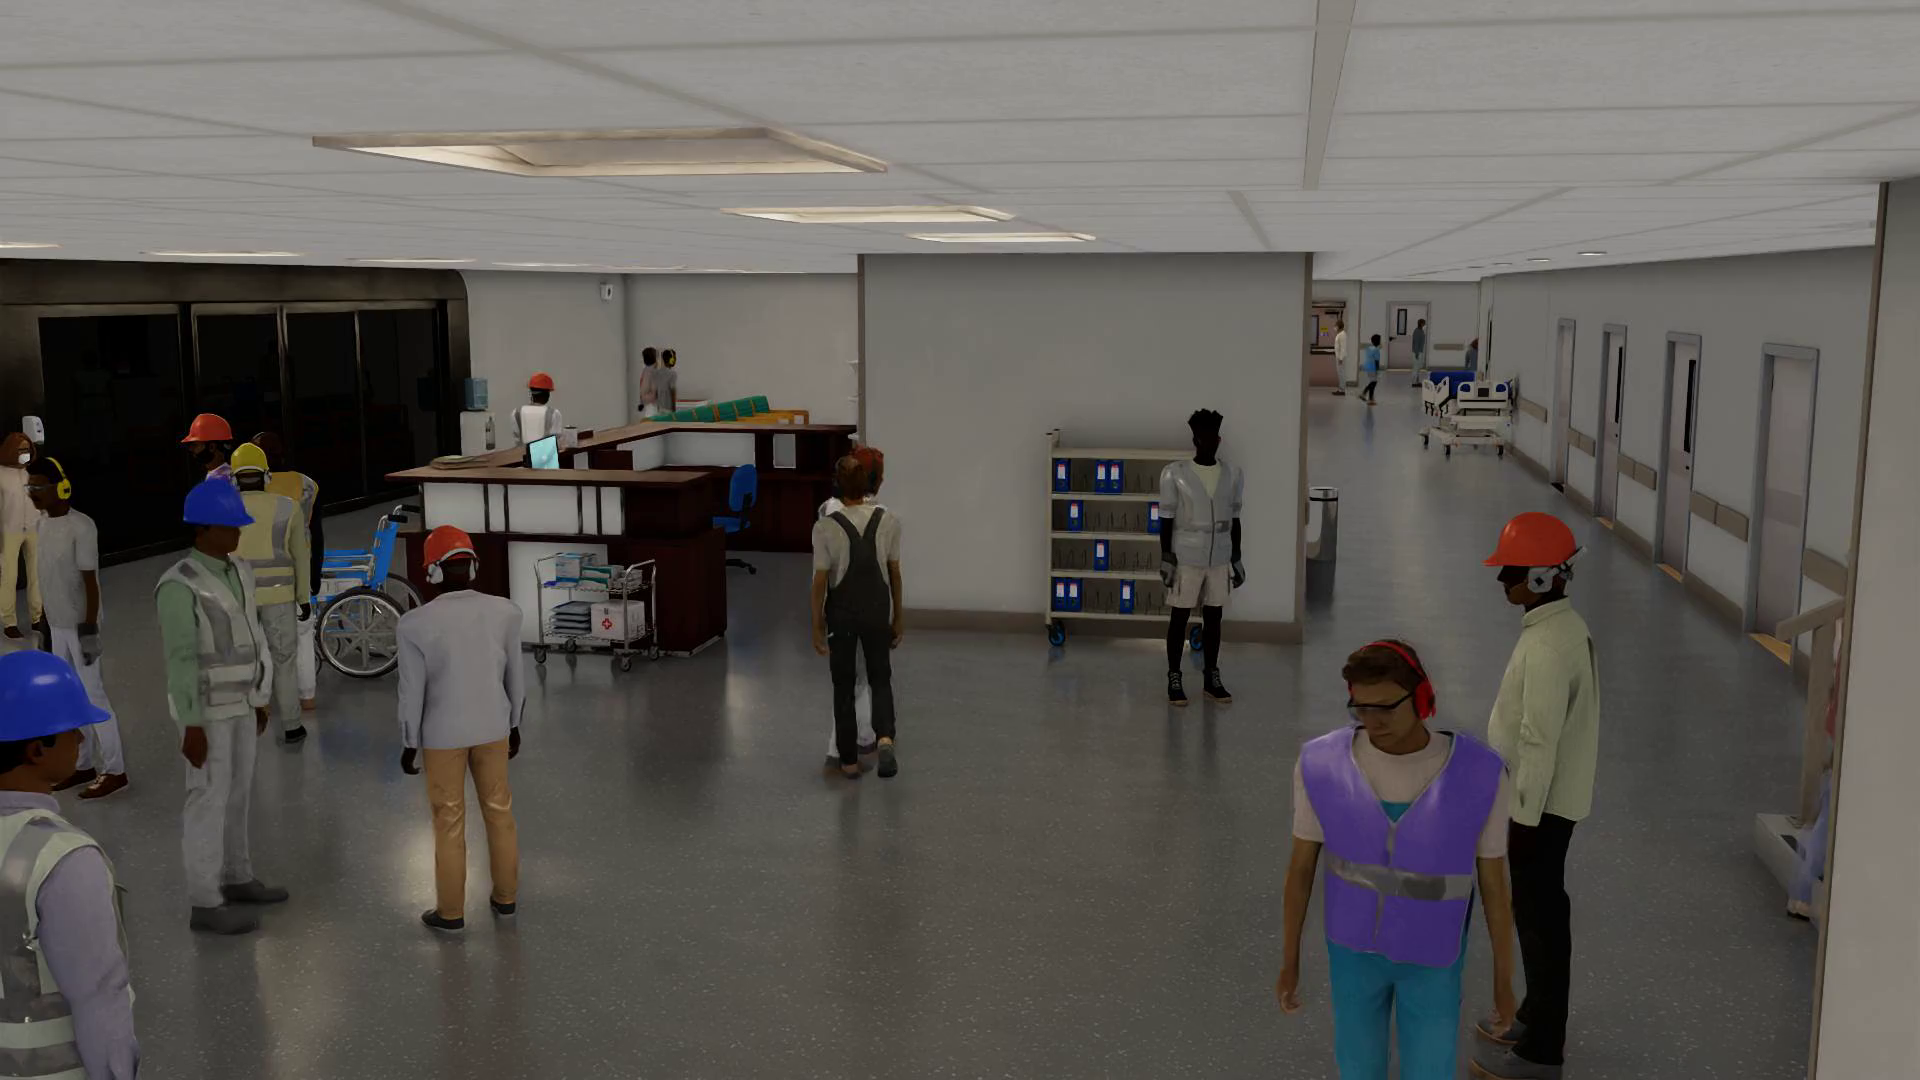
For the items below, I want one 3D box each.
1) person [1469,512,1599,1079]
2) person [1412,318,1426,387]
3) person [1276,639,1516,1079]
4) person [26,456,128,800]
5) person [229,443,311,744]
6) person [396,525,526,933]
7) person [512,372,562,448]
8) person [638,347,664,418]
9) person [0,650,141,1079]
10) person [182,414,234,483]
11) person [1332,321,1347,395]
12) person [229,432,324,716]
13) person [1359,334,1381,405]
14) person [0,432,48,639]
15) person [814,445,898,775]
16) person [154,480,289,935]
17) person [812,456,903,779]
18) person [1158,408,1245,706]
[{"bbox_3d":[1.990,0.889,5.778,0.404,1.985,0.602,4,9,24],"label":"person"},{"bbox_3d":[12.895,-5.254,46.735,0.384,1.930,0.634,5,10,29],"label":"person"},{"bbox_3d":[1.199,1.153,4.566,0.636,1.813,0.456,4,9,22],"label":"person"},{"bbox_3d":[-4.794,0.471,8.977,0.502,1.858,0.339,5,10,32],"label":"person"},{"bbox_3d":[-4.220,0.330,10.026,0.593,1.826,0.404,-2,9,-12],"label":"person"},{"bbox_3d":[-2.139,0.802,7.133,0.560,1.743,0.334,-7,11,-39],"label":"person"},{"bbox_3d":[-4.235,-0.741,16.865,0.543,1.905,0.737,1,9,6],"label":"person"},{"bbox_3d":[-5.018,-2.195,26.803,0.673,1.809,0.675,-5,10,-28],"label":"person"},{"bbox_3d":[-2.064,1.209,3.762,0.605,1.948,0.389,5,10,28],"label":"person"},{"bbox_3d":[-4.830,0.143,10.867,0.366,1.939,0.542,-4,10,-26],"label":"person"},{"bbox_3d":[9.842,-4.705,43.038,0.354,1.937,0.635,1,9,7],"label":"person"},{"bbox_3d":[-4.424,0.219,10.747,0.617,1.836,0.433,-7,11,-39],"label":"person"},{"bbox_3d":[9.799,-4.041,39.461,0.380,1.687,0.536,-1,9,-5],"label":"person"},{"bbox_3d":[-7.406,-0.040,13.137,0.285,1.627,0.504,6,10,33],"label":"person"},{"bbox_3d":[-0.591,0.385,9.563,0.540,1.889,0.605,-8,11,-41],"label":"person"},{"bbox_3d":[-3.167,0.708,7.154,0.412,1.937,0.629,0,9,3],"label":"person"},{"bbox_3d":[-0.553,0.451,9.165,0.539,1.833,0.586,-3,9,-17],"label":"person"},{"bbox_3d":[1.599,0.111,10.987,0.604,1.966,0.367,-2,9,-16],"label":"person"}]
